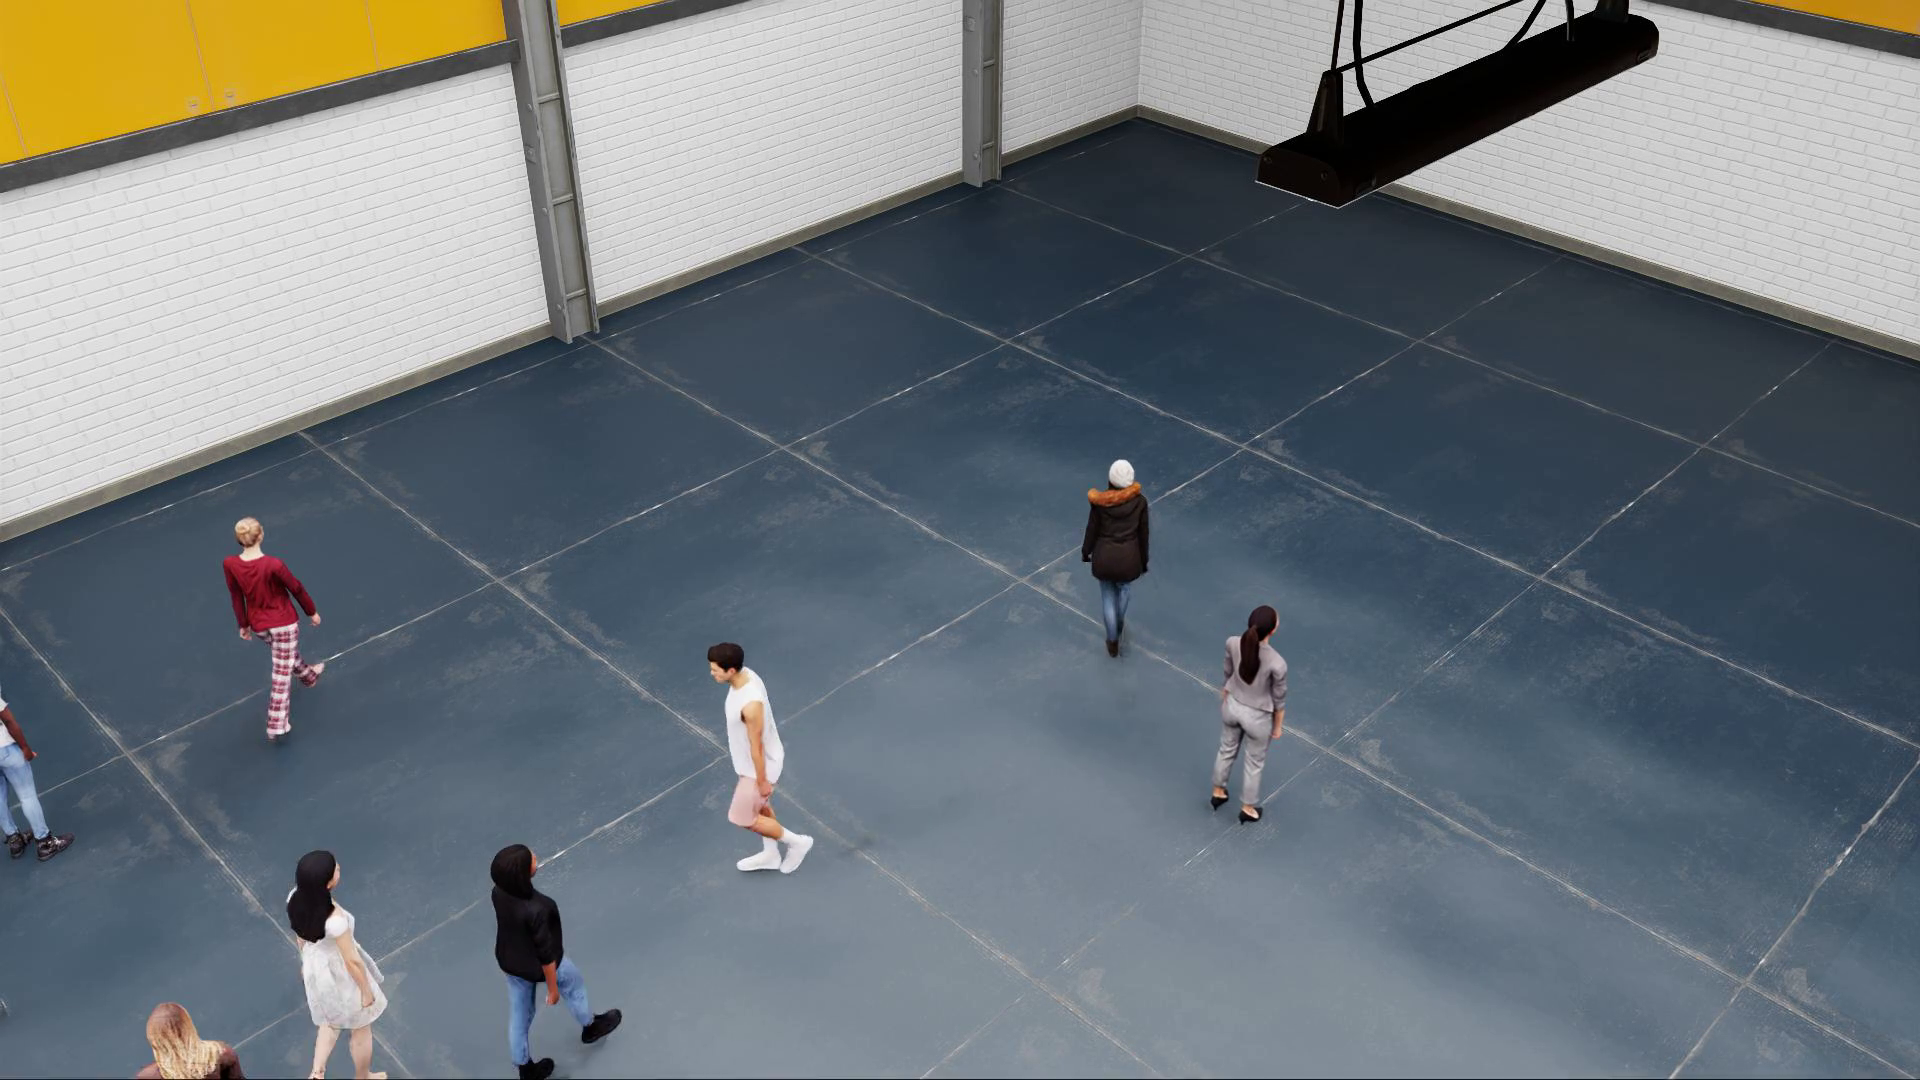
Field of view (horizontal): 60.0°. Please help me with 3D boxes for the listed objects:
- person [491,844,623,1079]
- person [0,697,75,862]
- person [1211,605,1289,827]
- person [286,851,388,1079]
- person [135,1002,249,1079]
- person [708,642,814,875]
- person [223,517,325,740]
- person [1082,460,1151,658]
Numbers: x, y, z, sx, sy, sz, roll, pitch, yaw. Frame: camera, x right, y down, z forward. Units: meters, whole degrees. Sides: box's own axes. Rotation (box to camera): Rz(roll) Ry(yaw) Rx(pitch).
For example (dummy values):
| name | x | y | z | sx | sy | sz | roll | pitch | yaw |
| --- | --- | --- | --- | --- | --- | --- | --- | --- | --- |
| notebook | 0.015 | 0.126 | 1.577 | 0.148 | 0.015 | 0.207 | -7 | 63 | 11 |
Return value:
| name | x | y | z | sx | sy | sz | roll | pitch | yaw |
| --- | --- | --- | --- | --- | --- | --- | --- | --- | --- |
| person | -2.349 | 2.352 | 8.915 | 0.738 | 1.673 | 0.996 | 17 | 37 | 23 |
| person | -6.066 | 1.303 | 10.450 | 0.670 | 1.720 | 0.693 | 7 | 34 | 10 |
| person | 1.862 | 1.132 | 10.750 | 0.614 | 1.672 | 0.579 | 26 | 42 | 34 |
| person | -3.350 | 2.385 | 8.788 | 0.734 | 1.758 | 0.900 | 23 | 40 | 30 |
| person | -3.603 | 2.928 | 8.032 | 0.938 | 1.691 | 0.856 | -16 | 37 | -22 |
| person | -1.178 | 1.366 | 10.326 | 0.938 | 1.751 | 0.876 | -9 | 35 | -13 |
| person | -4.791 | 0.621 | 11.538 | 1.056 | 1.651 | 1.180 | 4 | 34 | 6 |
| person | 1.167 | 0.170 | 12.243 | 0.835 | 1.622 | 0.893 | -2 | 34 | -3 |
